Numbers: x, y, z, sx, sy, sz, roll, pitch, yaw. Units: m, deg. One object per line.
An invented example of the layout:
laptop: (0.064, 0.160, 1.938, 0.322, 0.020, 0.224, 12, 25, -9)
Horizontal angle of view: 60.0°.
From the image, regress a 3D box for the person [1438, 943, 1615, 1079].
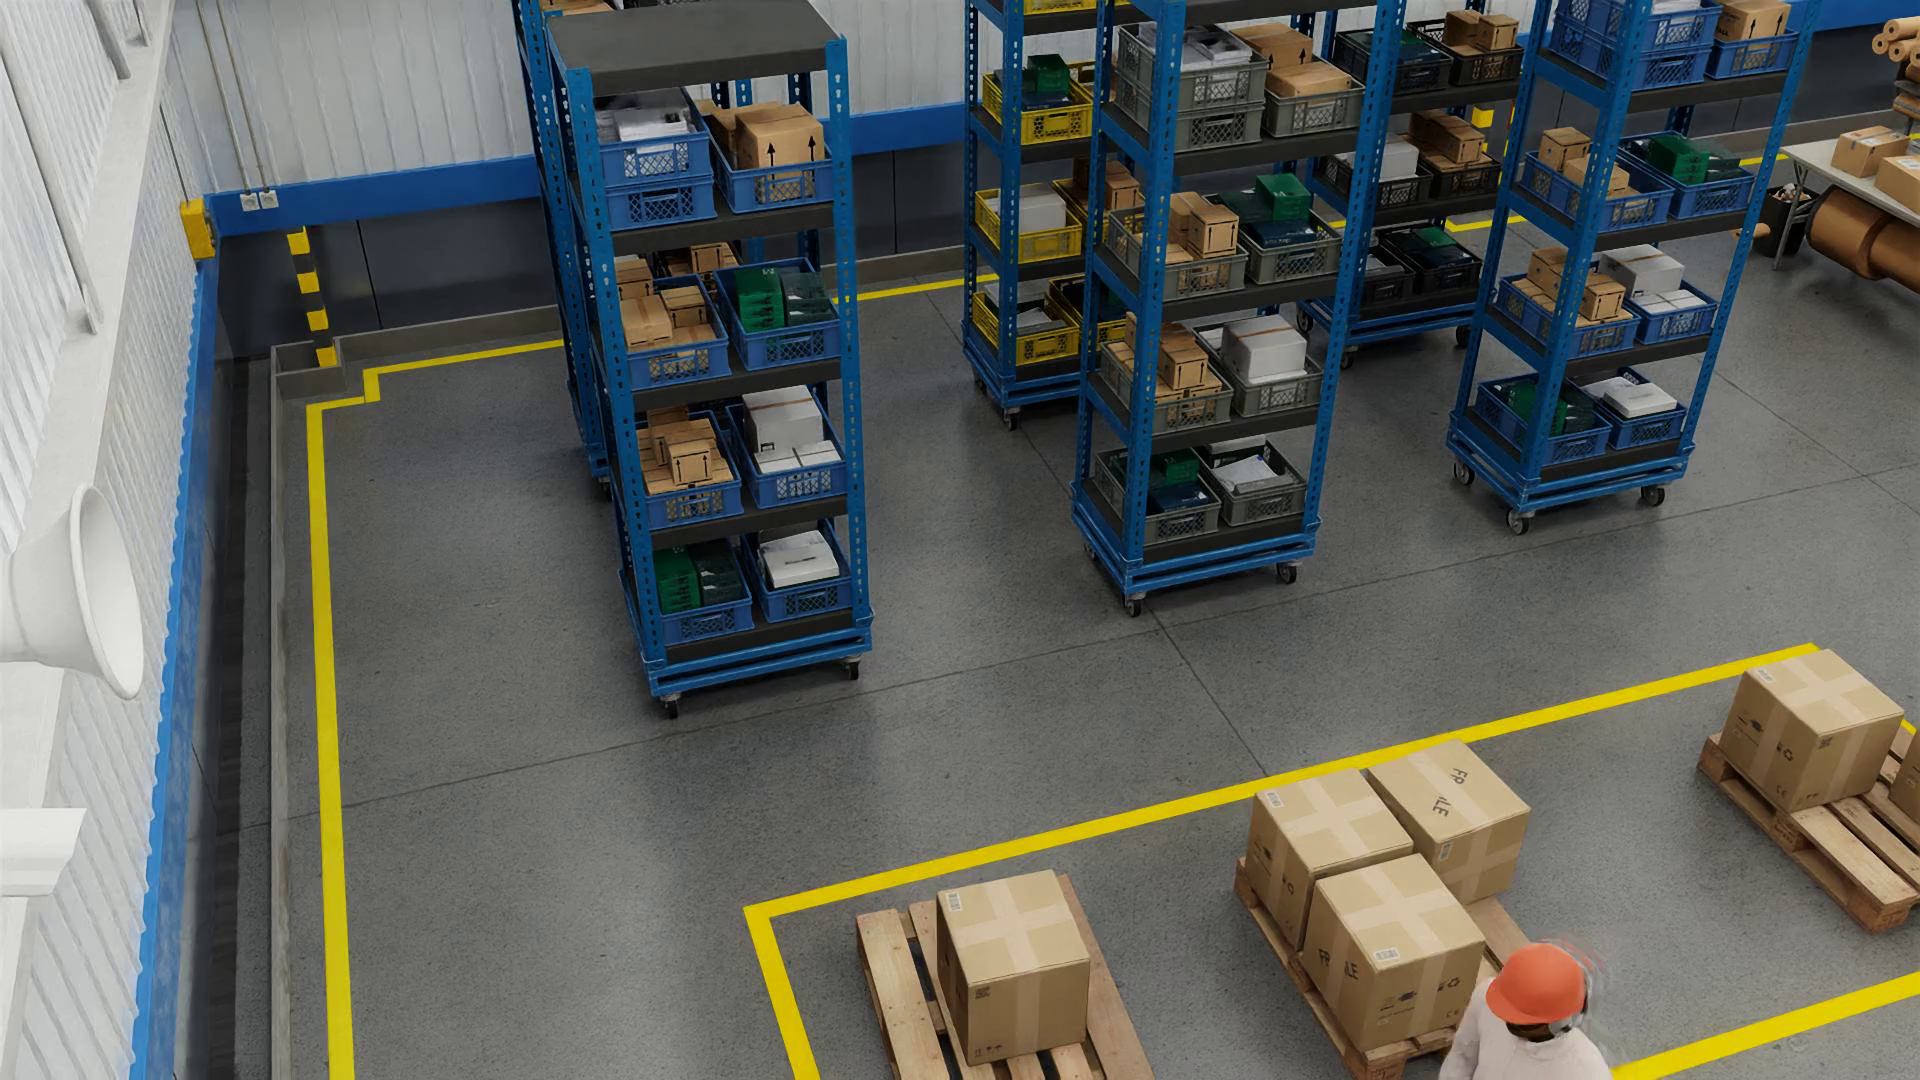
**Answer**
person: (1.819, 2.077, 5.627, 0.461, 1.973, 0.655, -15, 38, -20)
